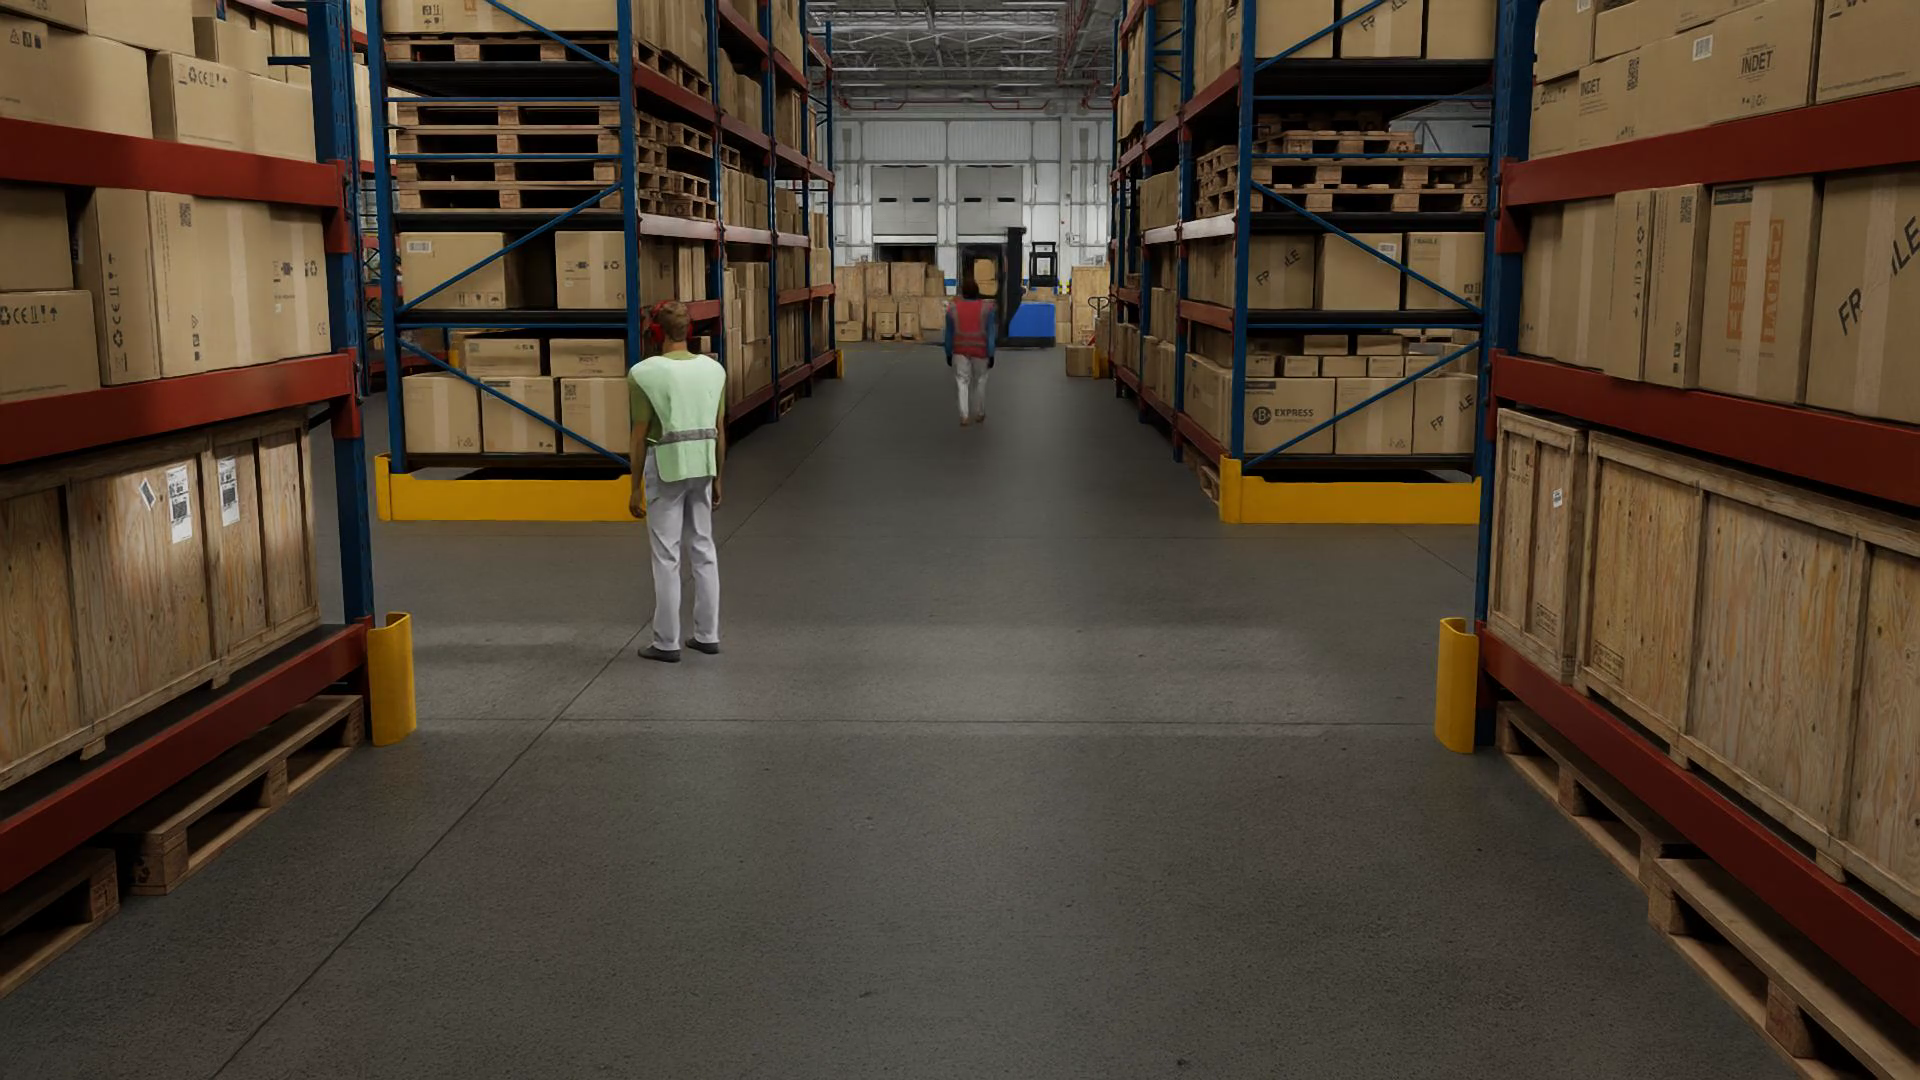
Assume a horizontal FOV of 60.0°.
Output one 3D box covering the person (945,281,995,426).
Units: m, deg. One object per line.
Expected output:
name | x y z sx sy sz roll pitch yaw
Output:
person | 0.126 -2.328 20.775 0.647 1.790 0.984 1 10 8

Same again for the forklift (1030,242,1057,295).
forklift | 3.230 -10.146 64.339 1.129 2.768 1.873 0 9 1

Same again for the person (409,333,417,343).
person | -13.685 -5.935 41.940 0.629 1.937 0.378 4 10 21

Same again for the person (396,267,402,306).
person | -18.958 -8.293 56.218 0.633 1.881 0.636 3 10 18

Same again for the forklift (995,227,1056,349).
forklift | 1.283 -5.845 38.571 1.873 2.768 1.129 1 9 3

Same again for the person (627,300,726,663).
person | -1.423 -0.294 8.455 0.560 1.836 0.391 -9 13 -43

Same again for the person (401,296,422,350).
person | -10.290 -4.209 31.538 1.017 1.943 0.656 -5 11 -26

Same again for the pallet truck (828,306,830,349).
pallet truck | -3.100 -3.940 29.800 1.885 1.965 0.823 3 10 19
